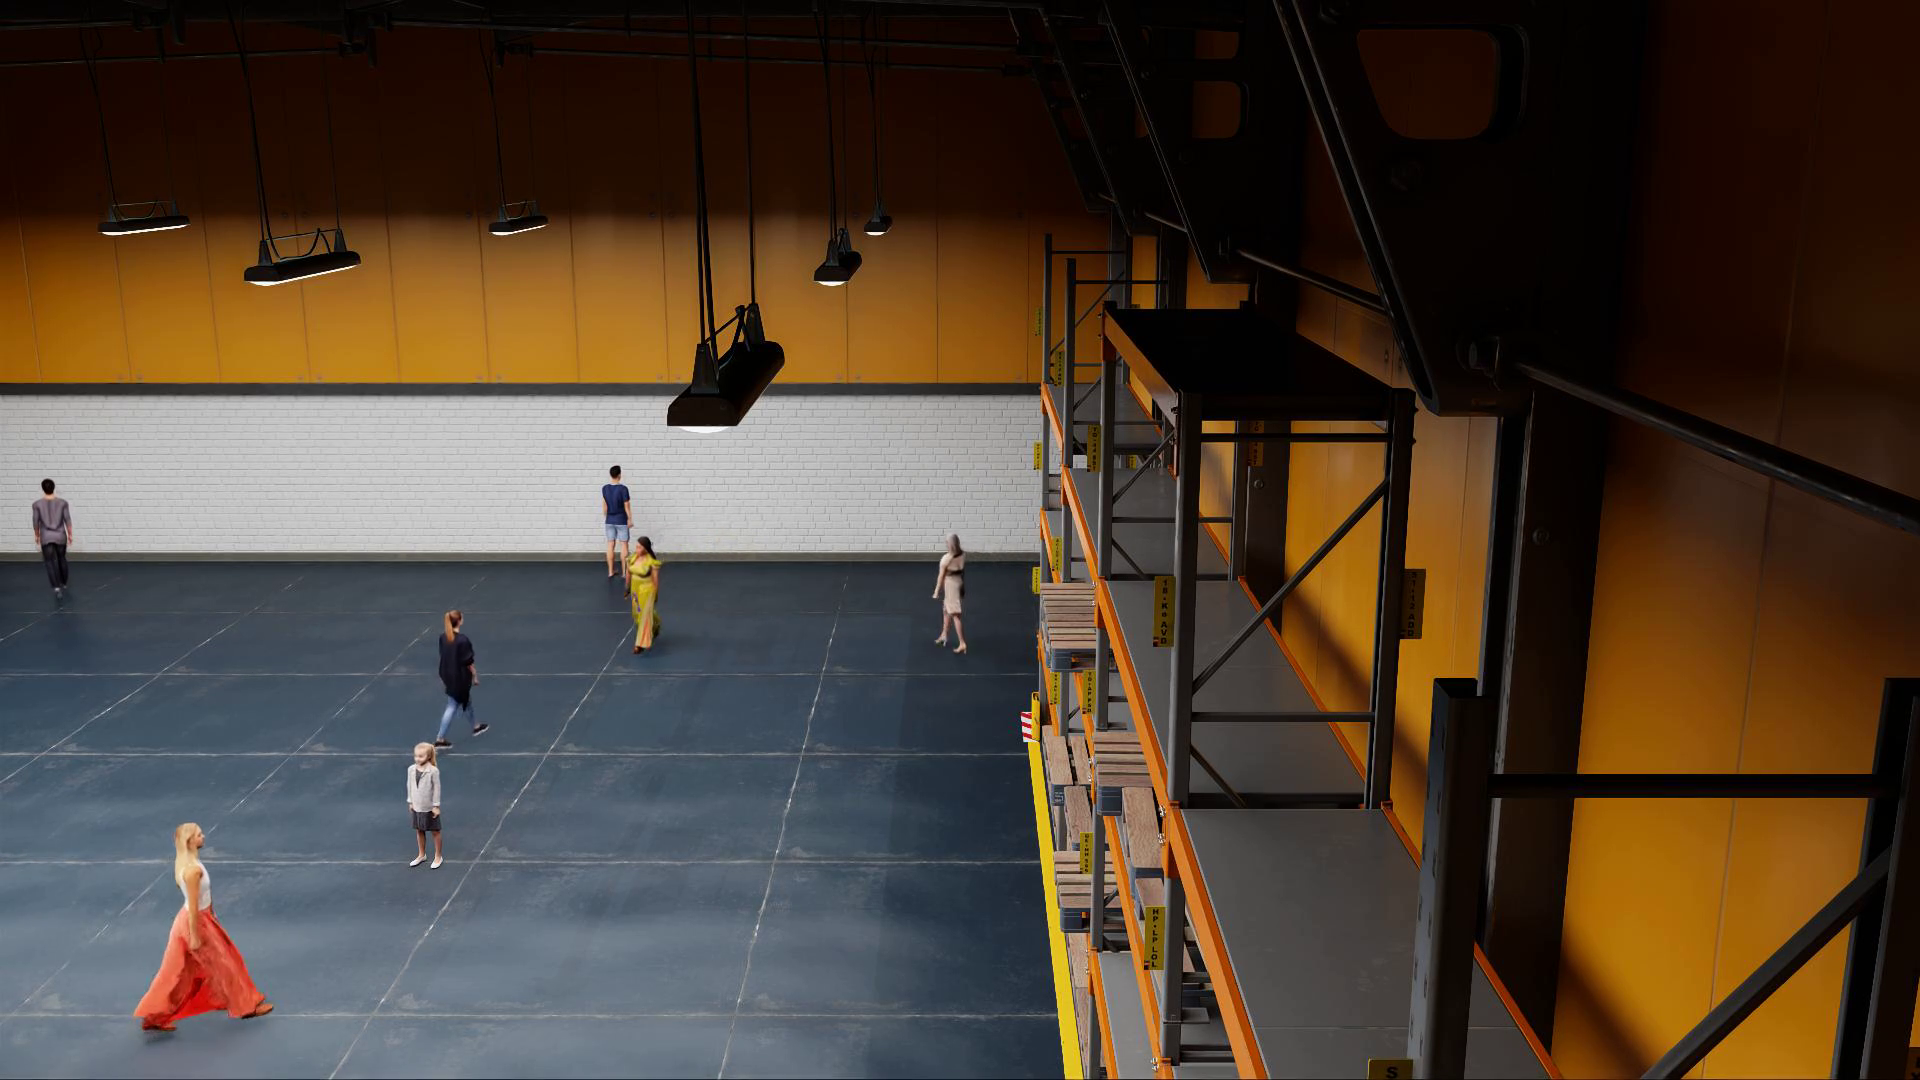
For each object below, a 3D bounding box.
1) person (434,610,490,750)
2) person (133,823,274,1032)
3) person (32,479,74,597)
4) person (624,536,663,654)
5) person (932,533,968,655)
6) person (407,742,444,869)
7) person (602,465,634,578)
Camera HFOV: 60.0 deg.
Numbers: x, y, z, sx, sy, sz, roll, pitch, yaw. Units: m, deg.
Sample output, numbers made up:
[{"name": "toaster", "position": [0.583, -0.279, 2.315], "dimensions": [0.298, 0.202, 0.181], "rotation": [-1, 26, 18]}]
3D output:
[{"name": "person", "position": [-5.985, 1.680, 19.569], "dimensions": [1.003, 1.636, 1.213], "rotation": [8, 16, 30]}, {"name": "person", "position": [-6.202, 3.141, 13.285], "dimensions": [1.088, 1.754, 1.272], "rotation": [-6, 15, -25]}, {"name": "person", "position": [-14.294, -0.023, 26.207], "dimensions": [1.080, 1.821, 1.238], "rotation": [-10, 17, -35]}, {"name": "person", "position": [-4.433, 0.735, 23.496], "dimensions": [1.001, 1.624, 1.272], "rotation": [6, 15, 22]}, {"name": "person", "position": [-0.025, 0.768, 23.168], "dimensions": [0.945, 1.714, 0.932], "rotation": [10, 17, 34]}, {"name": "person", "position": [-5.298, 2.612, 16.487], "dimensions": [0.559, 1.276, 0.582], "rotation": [4, 14, 15]}, {"name": "person", "position": [-5.647, -0.310, 27.347], "dimensions": [0.661, 1.844, 0.625], "rotation": [3, 14, 13]}]
